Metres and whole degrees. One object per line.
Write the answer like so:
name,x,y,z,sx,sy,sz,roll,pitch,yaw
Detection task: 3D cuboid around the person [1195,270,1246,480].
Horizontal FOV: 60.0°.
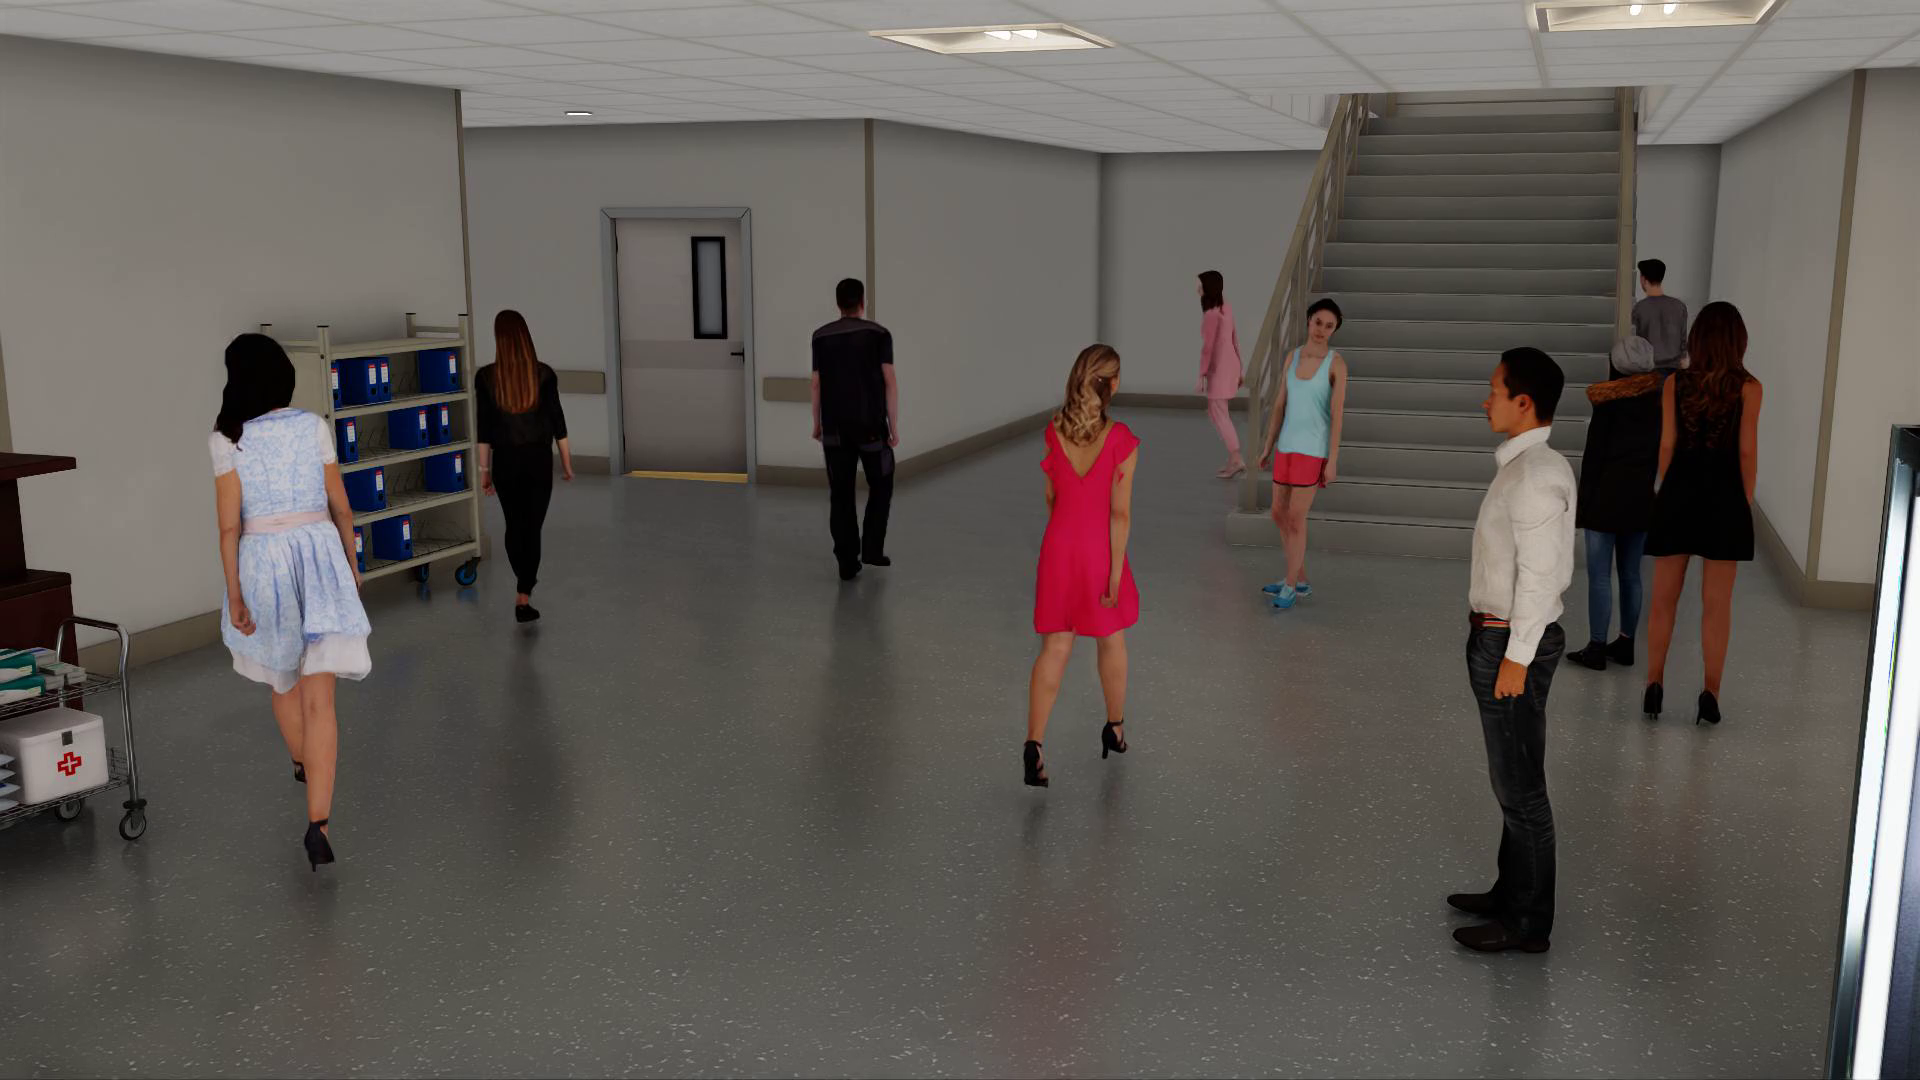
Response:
person,2.283,-1.379,14.119,0.726,1.761,0.623,8,14,37

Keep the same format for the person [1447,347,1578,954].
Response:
person,1.676,0.332,4.971,0.733,1.809,0.476,3,11,17

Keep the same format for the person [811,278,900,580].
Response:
person,-0.663,-0.666,10.153,0.776,1.838,0.683,2,11,13

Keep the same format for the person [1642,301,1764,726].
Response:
person,3.212,-0.109,7.240,0.638,1.830,0.600,8,13,35

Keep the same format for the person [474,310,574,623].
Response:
person,-2.379,-0.359,9.009,0.926,1.662,1.239,0,11,-2

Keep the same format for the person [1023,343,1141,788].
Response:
person,0.420,0.132,6.371,0.631,1.680,1.036,5,12,25

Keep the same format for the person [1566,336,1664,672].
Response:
person,3.237,-0.186,8.176,0.731,1.633,0.785,-4,12,-22

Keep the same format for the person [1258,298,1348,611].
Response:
person,1.932,-0.464,9.373,0.874,1.733,0.829,-4,12,-21

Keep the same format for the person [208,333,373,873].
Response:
person,-2.225,0.252,5.567,1.164,1.744,1.276,-4,11,-20

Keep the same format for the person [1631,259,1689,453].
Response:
person,5.453,-1.222,12.963,0.879,1.883,1.105,1,11,7
